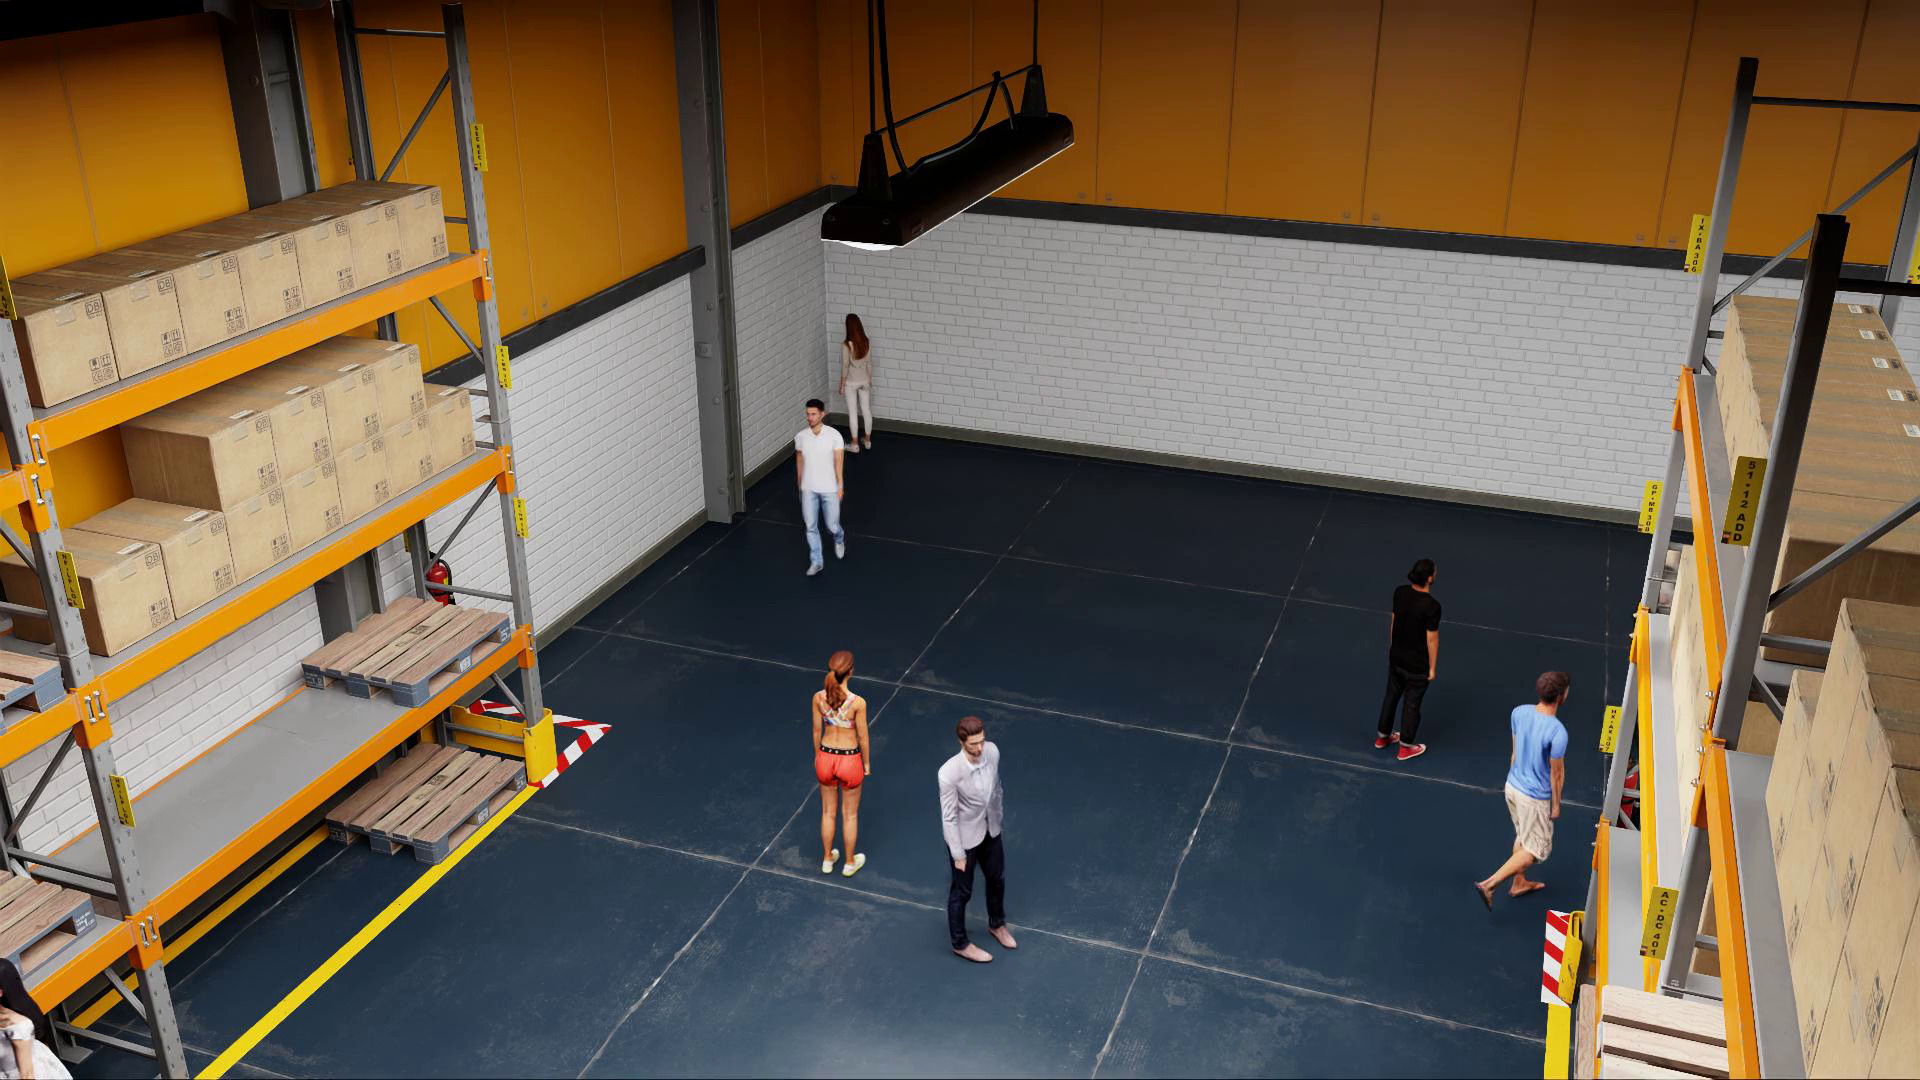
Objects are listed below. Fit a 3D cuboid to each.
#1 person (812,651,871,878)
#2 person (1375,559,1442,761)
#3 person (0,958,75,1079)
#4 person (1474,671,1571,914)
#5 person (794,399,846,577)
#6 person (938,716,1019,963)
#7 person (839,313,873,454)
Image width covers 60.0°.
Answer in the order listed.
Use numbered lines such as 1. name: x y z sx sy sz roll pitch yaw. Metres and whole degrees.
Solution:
1. person: -0.869 1.622 11.980 0.597 1.786 0.572 6 24 13
2. person: 3.668 0.956 13.539 0.741 1.758 0.713 -15 28 -31
3. person: -4.958 2.973 8.910 0.810 1.769 0.781 -17 29 -34
4. person: 3.907 1.779 11.550 1.068 1.843 1.027 -10 25 -21
5. person: -1.394 -0.558 16.895 0.723 1.844 0.904 6 24 13
6. person: 0.045 1.959 11.145 0.777 1.837 0.884 -21 31 -40
7. person: -1.245 -1.905 20.145 0.660 1.709 0.754 -16 28 -32
